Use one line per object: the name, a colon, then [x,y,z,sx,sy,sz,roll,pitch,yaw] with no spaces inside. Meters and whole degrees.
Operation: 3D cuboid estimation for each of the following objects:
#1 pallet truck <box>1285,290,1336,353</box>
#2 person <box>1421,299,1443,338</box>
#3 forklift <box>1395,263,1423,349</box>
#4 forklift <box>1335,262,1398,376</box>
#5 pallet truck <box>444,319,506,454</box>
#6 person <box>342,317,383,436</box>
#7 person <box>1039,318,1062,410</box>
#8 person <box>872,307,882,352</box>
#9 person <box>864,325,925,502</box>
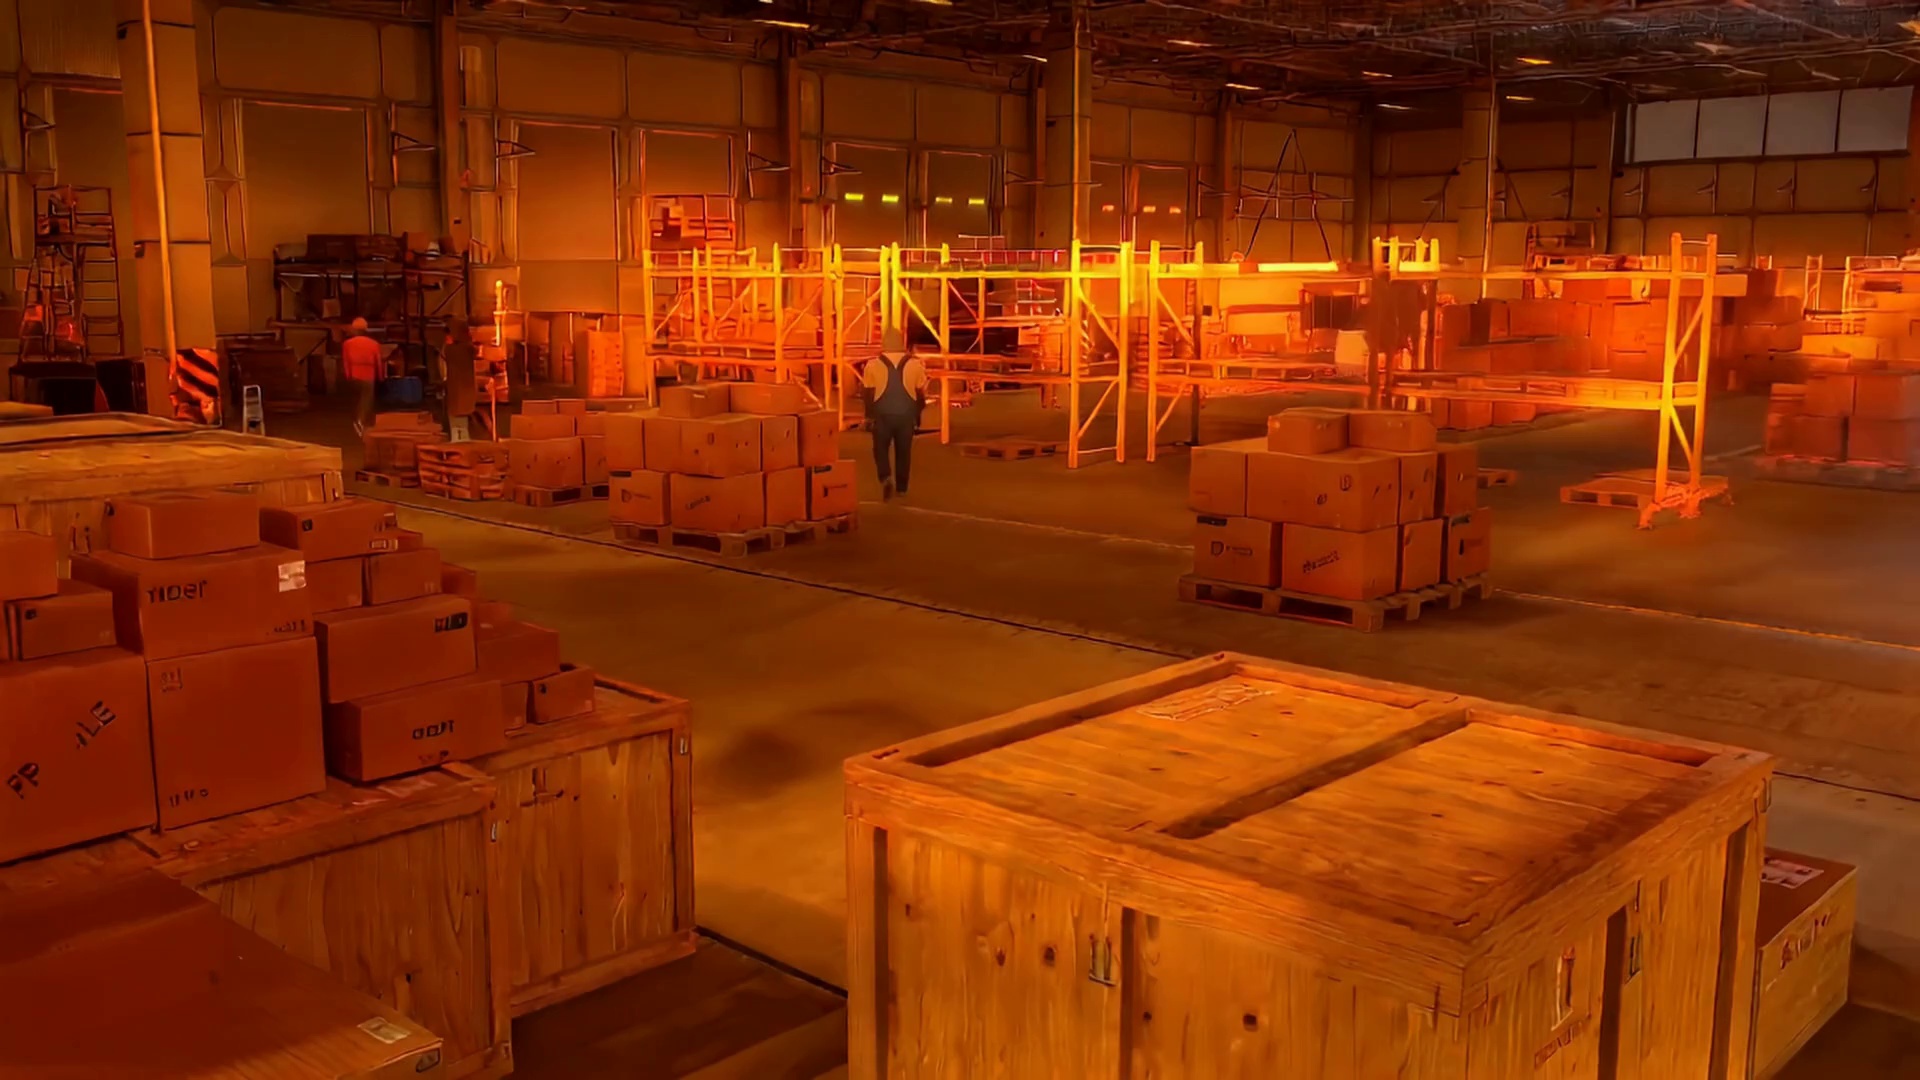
pallet truck: [11.297,-6.951,52.861,1.885,1.965,0.823,-5,11,-29]
person: [11.622,-4.967,40.878,0.628,1.940,0.377,9,13,43]
forklift: [12.602,-6.390,46.722,1.129,2.768,1.873,-8,12,-41]
forklift: [10.196,-5.355,40.376,1.873,2.768,1.129,9,13,43]
pallet truck: [-6.981,-1.942,22.150,1.885,1.965,0.823,1,9,9]
person: [-9.561,-2.607,26.531,0.594,1.904,0.826,1,9,6]
person: [1.736,-3.332,31.488,0.488,1.736,0.321,-5,11,-29]
person: [-2.181,-5.393,44.439,0.312,1.633,0.519,-1,9,-5]
person: [-0.742,-1.443,18.959,0.700,2.000,0.568,-1,9,-7]
